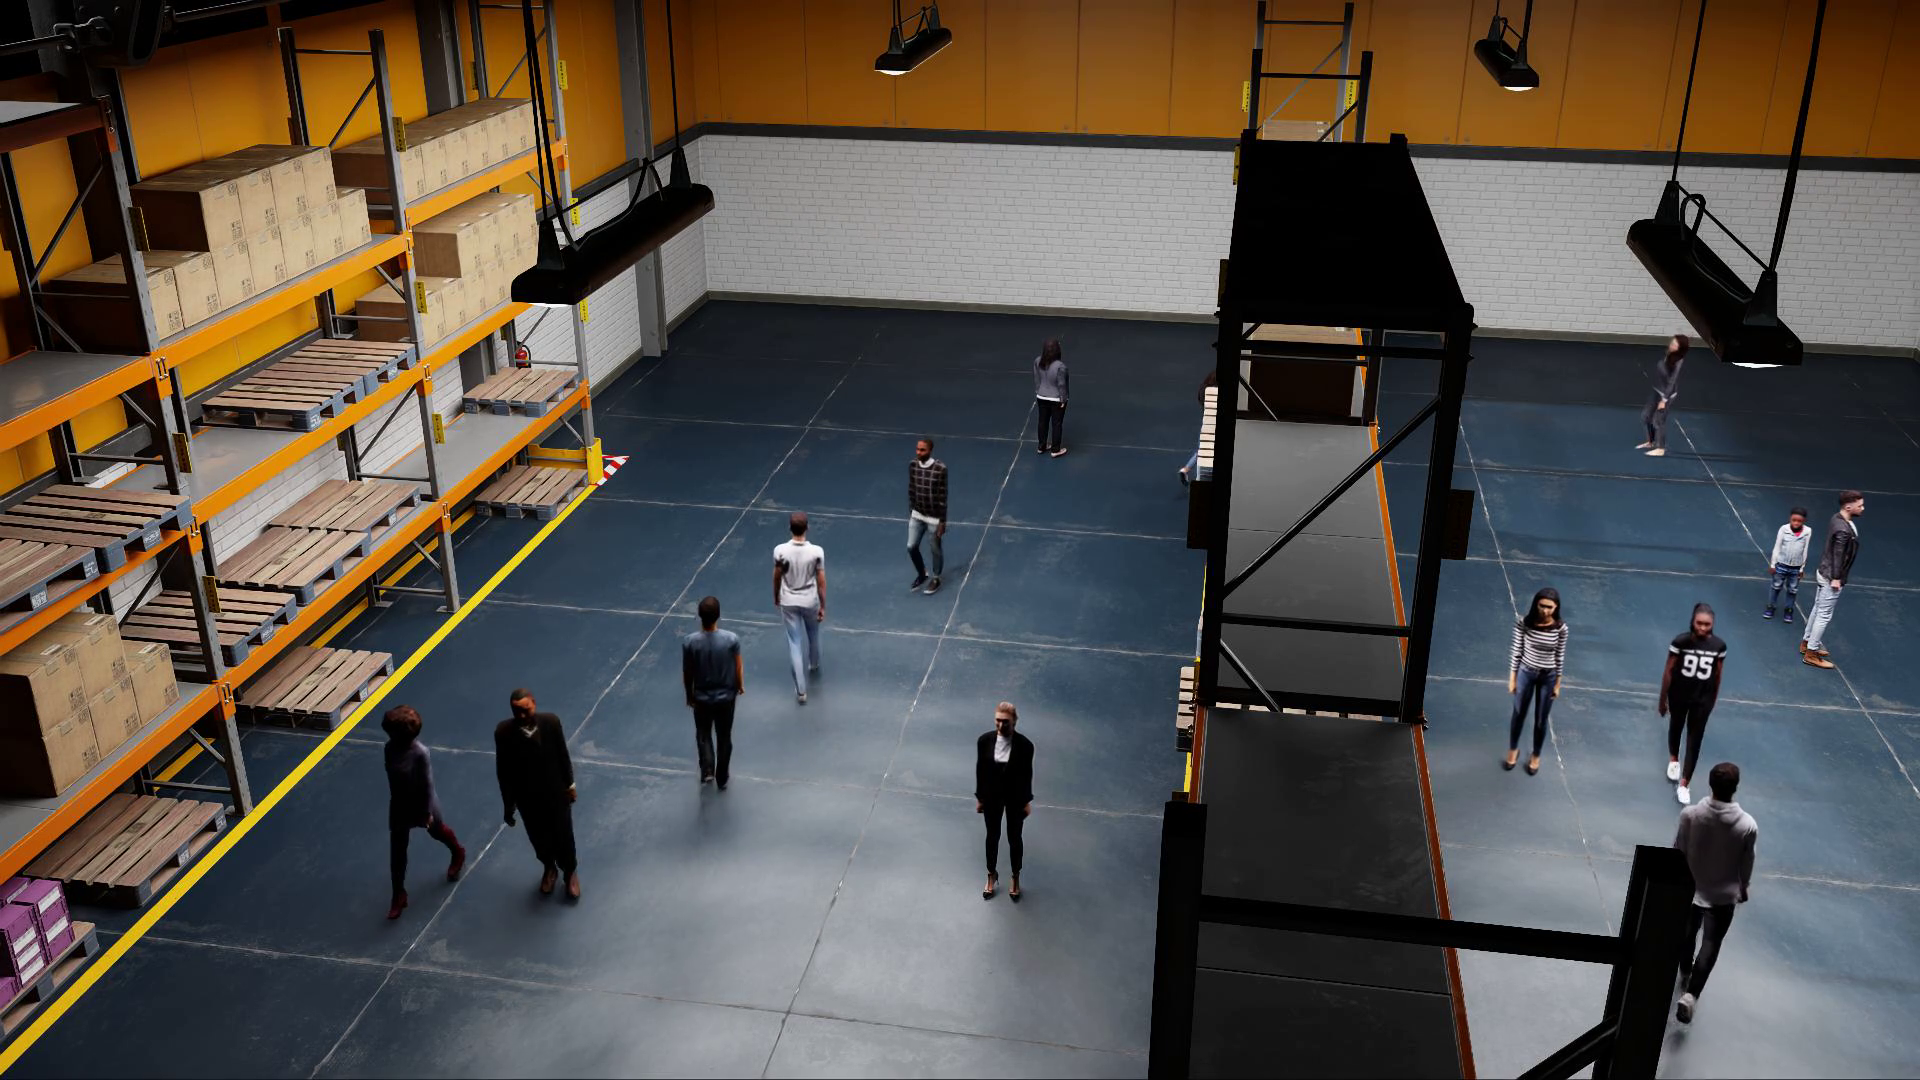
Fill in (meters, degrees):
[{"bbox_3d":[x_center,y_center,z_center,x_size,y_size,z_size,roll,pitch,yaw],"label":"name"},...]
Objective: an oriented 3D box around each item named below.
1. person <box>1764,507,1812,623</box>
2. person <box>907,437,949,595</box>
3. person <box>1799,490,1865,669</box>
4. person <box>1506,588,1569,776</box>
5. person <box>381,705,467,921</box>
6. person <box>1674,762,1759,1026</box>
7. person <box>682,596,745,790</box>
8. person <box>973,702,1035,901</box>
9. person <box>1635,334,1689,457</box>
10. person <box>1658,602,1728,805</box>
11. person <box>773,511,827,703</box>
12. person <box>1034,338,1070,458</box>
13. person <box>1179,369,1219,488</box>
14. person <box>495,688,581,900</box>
[{"bbox_3d":[8.718,0.231,17.472,0.526,1.258,0.544,10,26,23],"label":"person"},{"bbox_3d":[-0.279,-0.300,18.007,0.761,1.802,0.747,11,26,24],"label":"person"},{"bbox_3d":[8.633,0.354,16.468,0.750,1.836,0.529,8,25,18],"label":"person"},{"bbox_3d":[5.036,1.227,14.525,0.597,1.793,0.545,8,25,17],"label":"person"},{"bbox_3d":[-4.149,2.021,12.865,0.723,1.669,1.128,8,25,17],"label":"person"},{"bbox_3d":[5.194,2.464,11.555,0.982,1.906,1.254,14,27,29],"label":"person"},{"bbox_3d":[-2.097,1.359,14.220,0.744,1.796,0.759,-3,24,-6],"label":"person"},{"bbox_3d":[0.346,2.009,12.844,0.609,1.707,0.521,4,24,10],"label":"person"},{"bbox_3d":[9.237,-1.900,21.768,0.828,1.722,0.622,3,24,8],"label":"person"},{"bbox_3d":[6.305,1.333,14.398,0.721,1.700,1.020,8,25,18],"label":"person"},{"bbox_3d":[-1.517,0.670,15.775,0.876,1.813,1.175,-3,24,-8],"label":"person"},{"bbox_3d":[1.202,-1.887,21.896,0.772,1.595,0.802,17,29,34],"label":"person"},{"bbox_3d":[3.089,-1.351,20.679,1.034,1.588,0.999,-14,27,-30],"label":"person"},{"bbox_3d":[-3.247,1.909,12.867,0.842,1.871,0.871,-7,25,-16],"label":"person"}]
